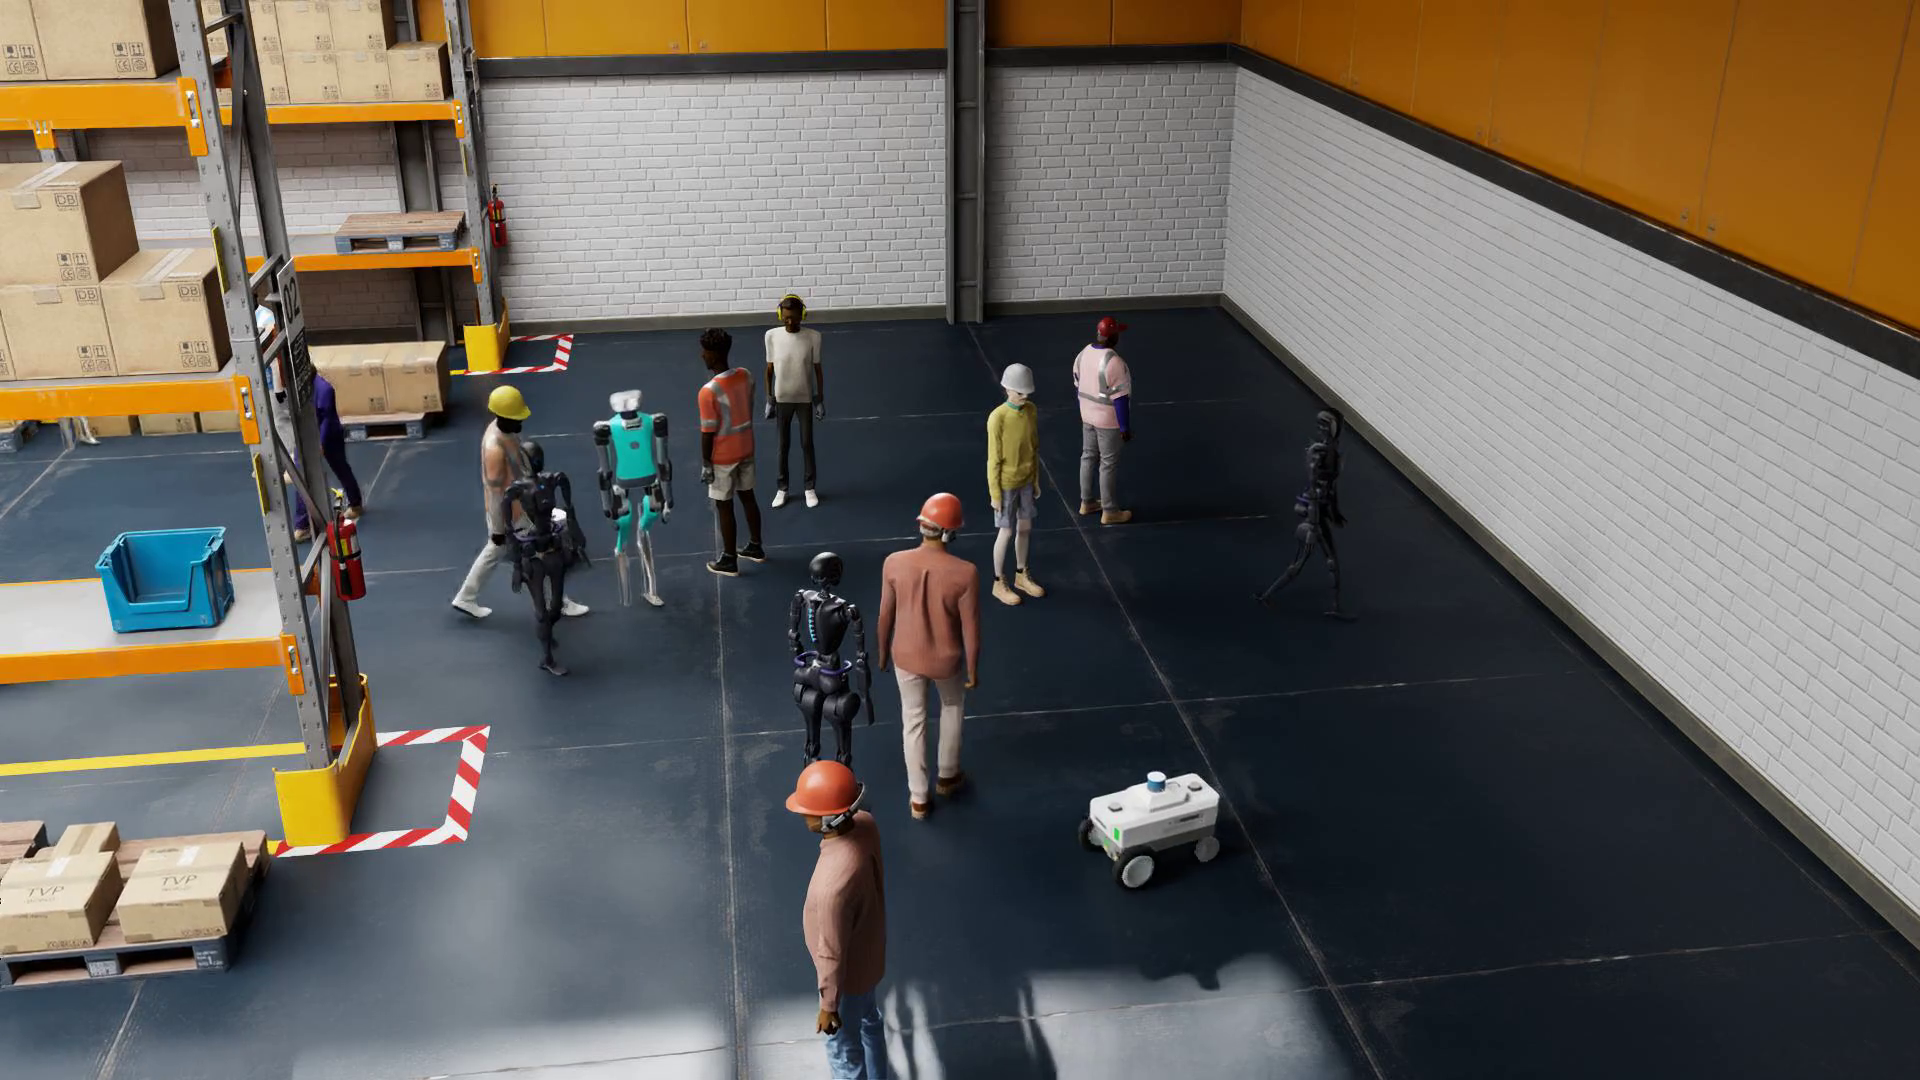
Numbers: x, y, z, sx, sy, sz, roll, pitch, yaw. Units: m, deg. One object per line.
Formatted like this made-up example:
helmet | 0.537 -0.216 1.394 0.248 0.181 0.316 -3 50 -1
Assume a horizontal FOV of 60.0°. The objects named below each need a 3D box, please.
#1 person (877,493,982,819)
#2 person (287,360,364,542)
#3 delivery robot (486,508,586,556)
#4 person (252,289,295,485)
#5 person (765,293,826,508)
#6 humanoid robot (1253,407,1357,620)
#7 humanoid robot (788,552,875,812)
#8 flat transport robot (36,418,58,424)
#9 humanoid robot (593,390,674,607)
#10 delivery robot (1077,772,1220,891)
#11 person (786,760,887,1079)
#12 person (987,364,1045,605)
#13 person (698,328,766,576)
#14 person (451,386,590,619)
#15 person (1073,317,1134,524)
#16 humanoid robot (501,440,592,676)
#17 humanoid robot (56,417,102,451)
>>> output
person | -0.175 0.667 9.774 0.635 1.952 0.641 4 24 8
person | -5.270 -0.825 13.638 0.438 1.573 0.833 5 24 11
delivery robot | -3.405 -0.084 13.249 0.797 0.609 0.499 14 27 29
person | -6.141 -1.389 14.623 0.622 1.836 0.431 14 27 29
person | -1.399 -1.172 14.085 0.511 1.864 0.329 0 24 -1
humanoid robot | 2.582 -0.192 12.142 0.766 1.637 0.588 12 27 26
humanoid robot | -0.774 0.843 9.707 0.599 1.657 0.315 16 28 31
flat transport robot | -9.492 -1.310 16.381 1.431 0.231 0.659 -3 24 -8
humanoid robot | -2.403 -0.274 12.275 0.541 1.855 0.674 -8 25 -18
delivery robot | 1.081 1.604 9.408 0.814 0.611 0.499 -10 26 -22
person | -0.510 1.813 7.138 0.403 1.986 0.610 4 24 10
person | 0.395 -0.423 12.368 0.489 1.879 0.412 -21 31 -39
person | -1.796 -0.683 12.865 0.377 1.958 0.596 14 27 29
person | -3.280 -0.251 11.974 0.969 1.861 0.634 -4 24 -9
person | 1.209 -1.005 13.839 0.419 1.754 0.610 -16 28 -32
humanoid robot | -2.859 0.082 11.499 0.601 1.650 0.615 -21 32 -40
humanoid robot | -8.282 -1.660 15.415 0.688 1.852 0.533 13 27 27
